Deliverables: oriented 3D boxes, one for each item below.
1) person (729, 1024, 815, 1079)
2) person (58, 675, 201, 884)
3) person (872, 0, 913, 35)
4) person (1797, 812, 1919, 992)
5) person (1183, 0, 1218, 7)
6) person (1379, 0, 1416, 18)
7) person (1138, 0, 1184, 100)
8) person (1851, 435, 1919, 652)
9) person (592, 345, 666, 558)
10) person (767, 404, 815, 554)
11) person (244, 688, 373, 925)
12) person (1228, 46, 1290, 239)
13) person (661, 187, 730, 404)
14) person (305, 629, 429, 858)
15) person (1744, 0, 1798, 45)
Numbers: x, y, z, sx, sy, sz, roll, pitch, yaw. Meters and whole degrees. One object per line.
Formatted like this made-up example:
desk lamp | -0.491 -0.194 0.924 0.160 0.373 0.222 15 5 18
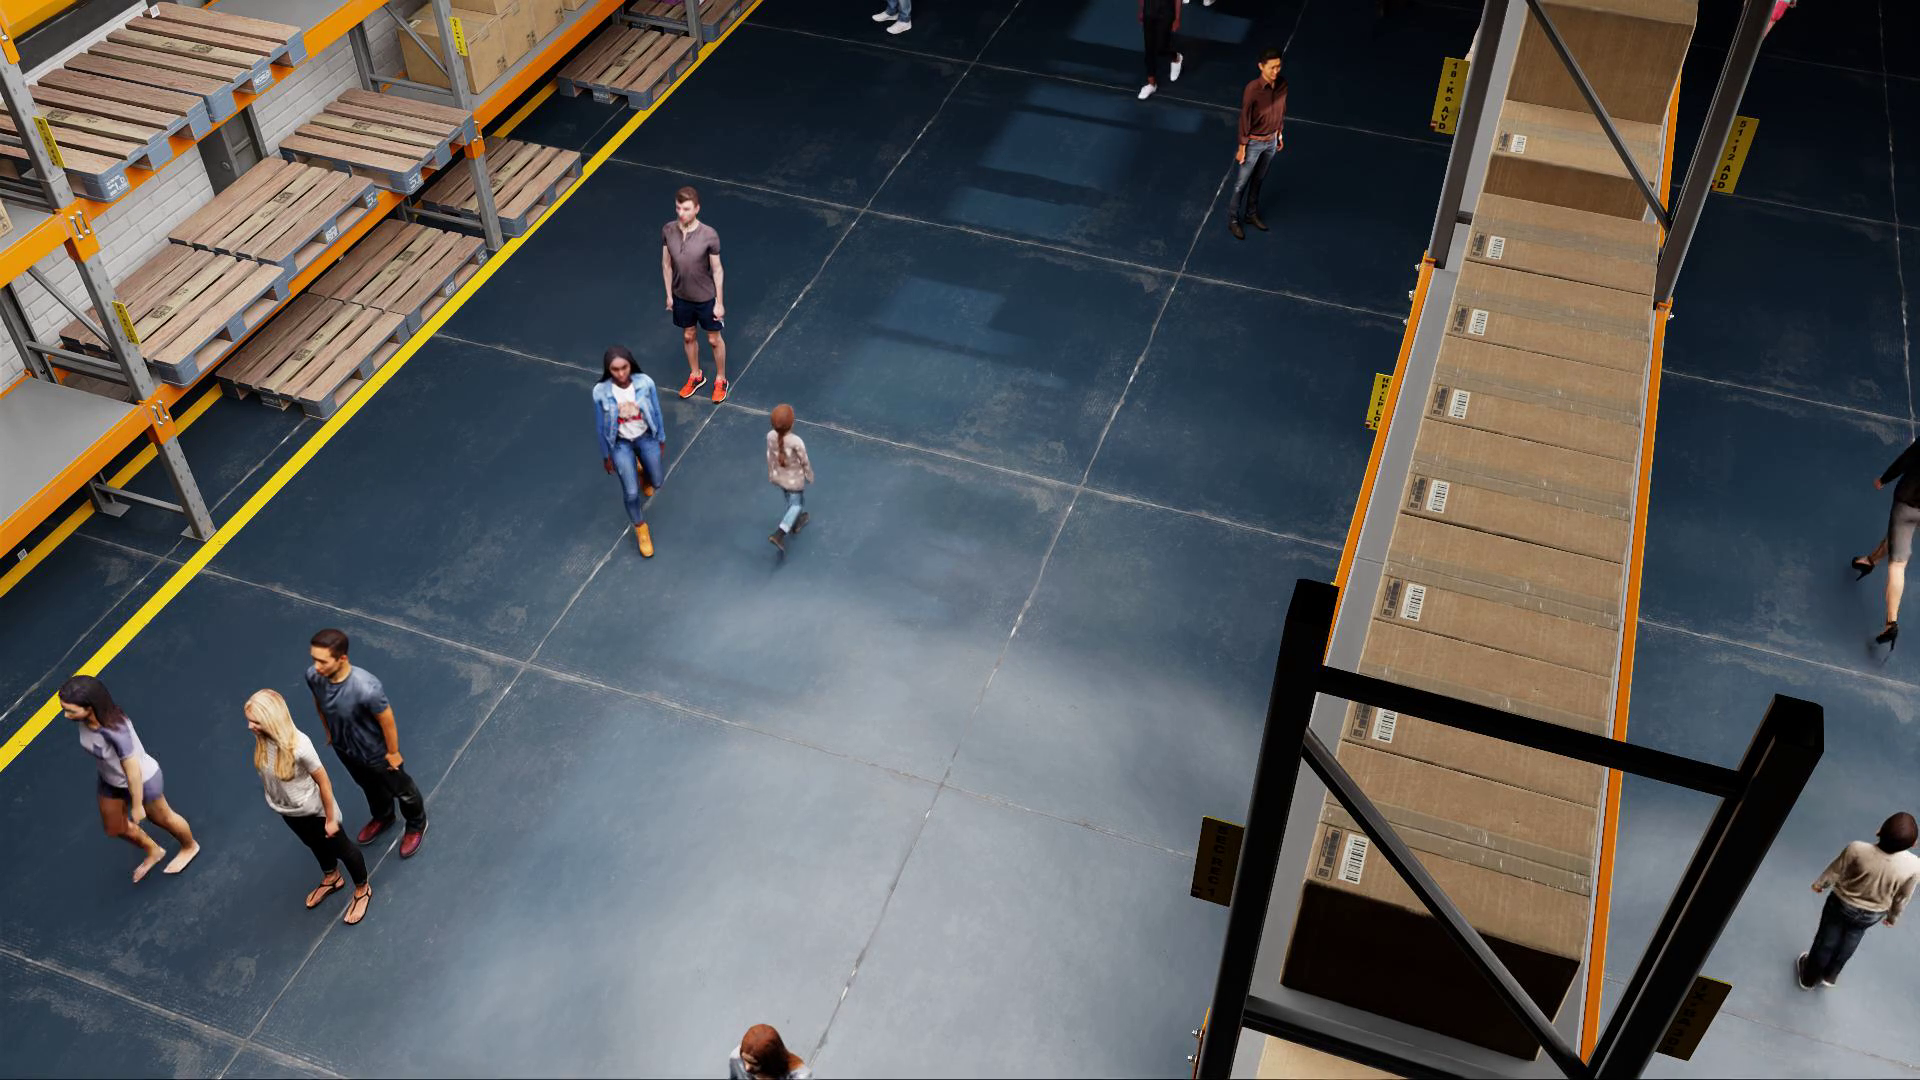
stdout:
person | -0.872 2.785 7.994 0.608 1.700 0.488 14 45 14
person | -4.669 1.318 9.524 0.629 1.716 0.655 21 48 21
person | -0.687 -6.234 17.378 0.795 1.816 0.734 -17 46 -17
person | 4.840 2.021 8.974 0.569 1.457 0.516 13 45 14
person | 2.624 -6.659 17.807 0.666 1.839 0.551 15 46 16
person | 4.661 -6.320 17.605 0.769 1.628 0.855 33 52 29
person | 2.011 -5.219 16.383 0.773 1.719 0.917 31 51 28
person | 6.303 -0.091 10.952 0.840 1.786 1.276 3 44 3
person | -2.306 -0.700 11.657 0.920 1.694 1.016 -13 45 -13
person | -1.224 -0.431 11.746 0.569 1.182 0.791 22 48 21
person | -3.646 1.464 9.289 0.600 1.827 0.538 17 46 17
person | 2.605 -3.489 14.524 0.682 1.779 0.771 -22 48 -22
person | -2.025 -1.889 12.789 0.656 1.855 0.562 11 45 11
person | -3.436 1.152 9.629 0.652 1.810 0.545 16 46 16
person | 7.999 -5.281 16.449 0.791 1.718 1.192 25 49 24
